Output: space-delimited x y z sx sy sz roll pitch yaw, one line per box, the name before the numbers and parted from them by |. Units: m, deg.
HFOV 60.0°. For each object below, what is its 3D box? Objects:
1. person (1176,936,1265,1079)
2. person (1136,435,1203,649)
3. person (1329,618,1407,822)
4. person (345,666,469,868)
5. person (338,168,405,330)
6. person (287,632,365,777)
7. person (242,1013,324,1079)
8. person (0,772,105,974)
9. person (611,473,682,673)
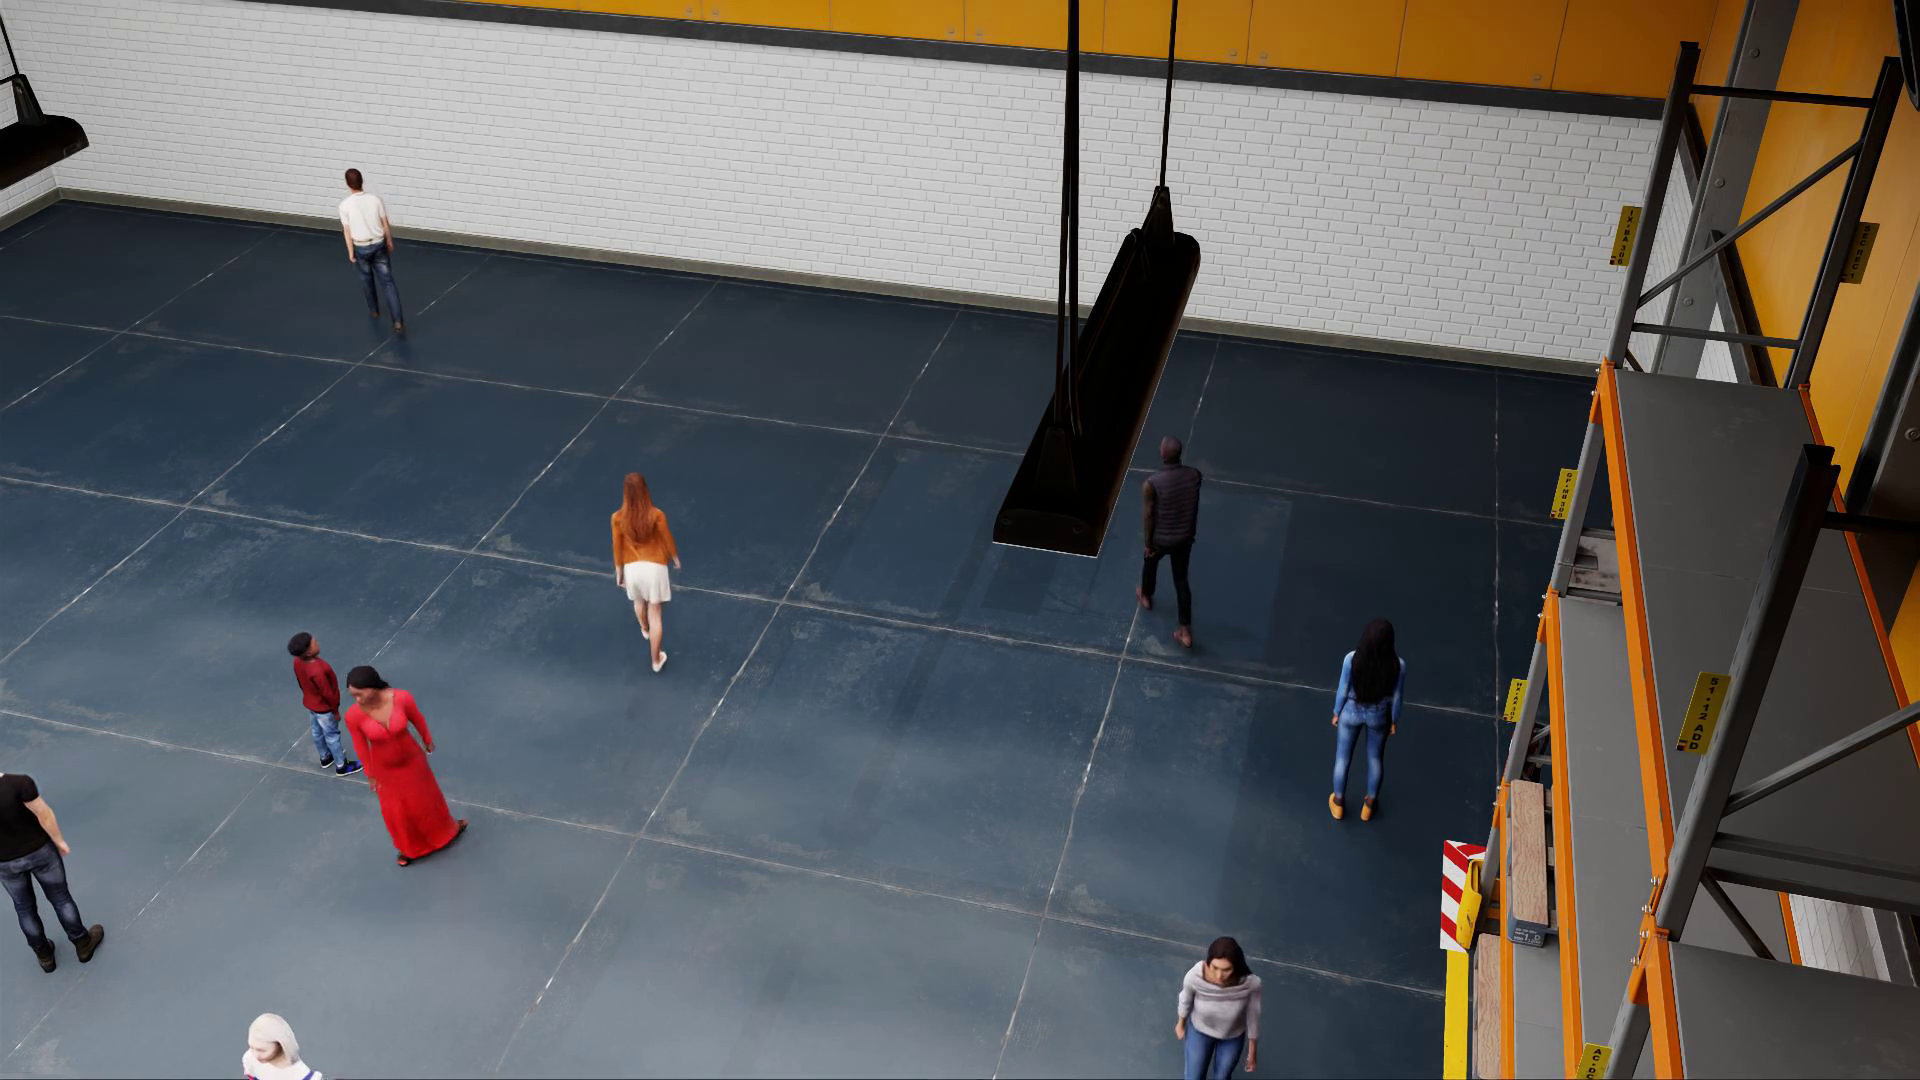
person | 1.479 2.785 9.601 0.660 1.619 0.693 4 34 6
person | 1.758 0.039 13.580 1.076 1.787 1.300 -10 35 -15
person | 2.873 1.272 11.793 0.623 1.712 0.543 6 34 9
person | -3.807 1.485 11.425 0.884 1.763 0.965 -28 43 -35
person | -6.477 -3.170 18.386 1.198 1.811 1.272 -16 37 -23
person | -4.737 1.204 12.306 0.568 1.256 0.583 23 40 31
person | -3.459 3.146 8.921 0.712 1.770 1.118 12 35 17
person | -5.959 1.981 10.562 0.766 1.893 0.781 -11 35 -16
person | -2.514 0.306 13.264 0.749 1.691 0.968 2 34 4
